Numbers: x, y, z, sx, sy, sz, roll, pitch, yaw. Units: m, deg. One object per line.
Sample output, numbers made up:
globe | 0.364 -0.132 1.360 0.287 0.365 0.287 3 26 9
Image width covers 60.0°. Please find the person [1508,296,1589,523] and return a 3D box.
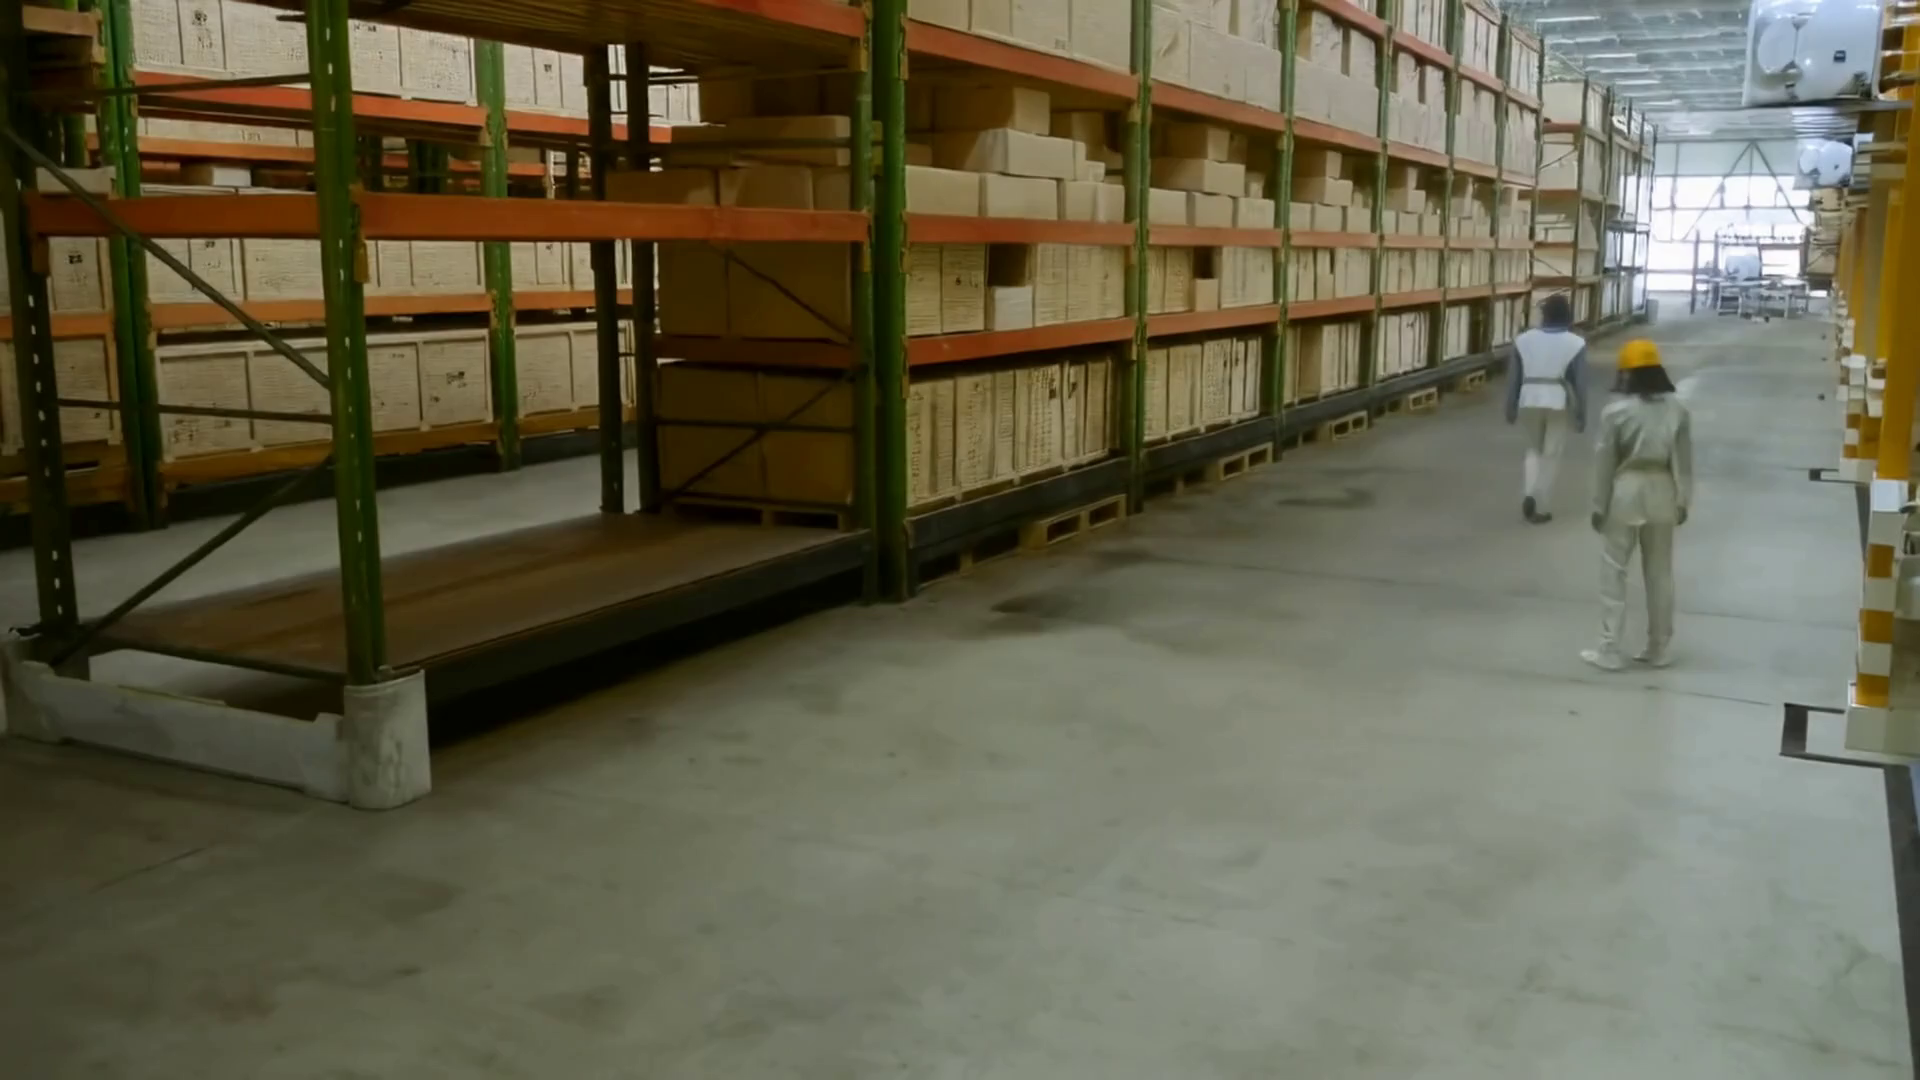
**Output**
person | 4.753 -1.046 13.427 0.605 1.828 0.490 8 12 37

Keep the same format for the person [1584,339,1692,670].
person | 3.571 -0.177 8.697 0.576 1.733 0.351 -1 10 -5

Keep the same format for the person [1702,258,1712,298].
person | 35.892 -12.535 79.675 0.651 1.918 0.668 -6 12 -32
